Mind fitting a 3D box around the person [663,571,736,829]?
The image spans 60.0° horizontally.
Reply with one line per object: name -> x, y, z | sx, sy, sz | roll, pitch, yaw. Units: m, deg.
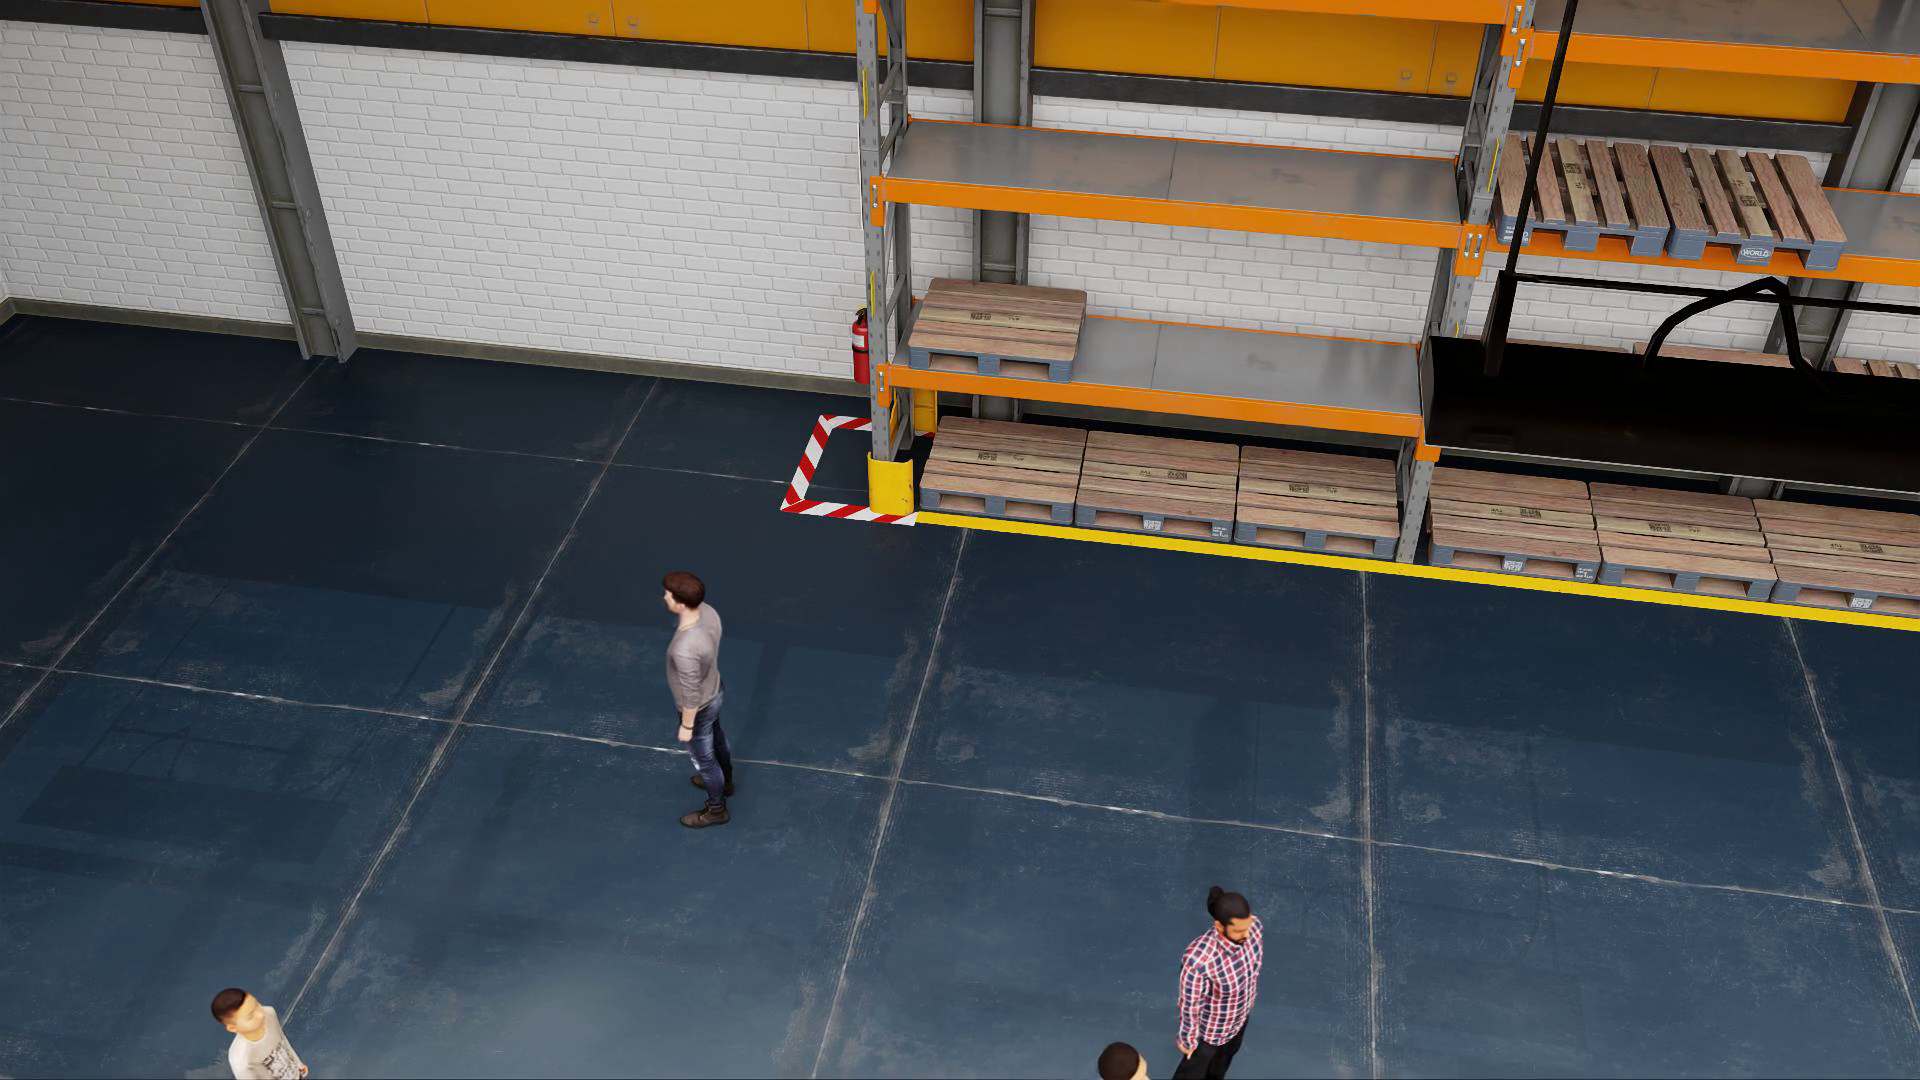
person -> -1.554, 0.952, 9.962 | 0.603, 1.904, 0.696 | 3, 39, 4

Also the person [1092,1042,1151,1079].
person -> 0.615, 2.852, 7.665 | 0.827, 1.800, 0.650 | 6, 39, 8

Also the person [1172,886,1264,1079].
person -> 1.286, 2.351, 8.326 | 0.778, 1.759, 0.805 | -31, 48, -33

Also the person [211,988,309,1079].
person -> -3.355, 2.687, 8.139 | 0.556, 1.466, 0.573 | 1, 39, 1
